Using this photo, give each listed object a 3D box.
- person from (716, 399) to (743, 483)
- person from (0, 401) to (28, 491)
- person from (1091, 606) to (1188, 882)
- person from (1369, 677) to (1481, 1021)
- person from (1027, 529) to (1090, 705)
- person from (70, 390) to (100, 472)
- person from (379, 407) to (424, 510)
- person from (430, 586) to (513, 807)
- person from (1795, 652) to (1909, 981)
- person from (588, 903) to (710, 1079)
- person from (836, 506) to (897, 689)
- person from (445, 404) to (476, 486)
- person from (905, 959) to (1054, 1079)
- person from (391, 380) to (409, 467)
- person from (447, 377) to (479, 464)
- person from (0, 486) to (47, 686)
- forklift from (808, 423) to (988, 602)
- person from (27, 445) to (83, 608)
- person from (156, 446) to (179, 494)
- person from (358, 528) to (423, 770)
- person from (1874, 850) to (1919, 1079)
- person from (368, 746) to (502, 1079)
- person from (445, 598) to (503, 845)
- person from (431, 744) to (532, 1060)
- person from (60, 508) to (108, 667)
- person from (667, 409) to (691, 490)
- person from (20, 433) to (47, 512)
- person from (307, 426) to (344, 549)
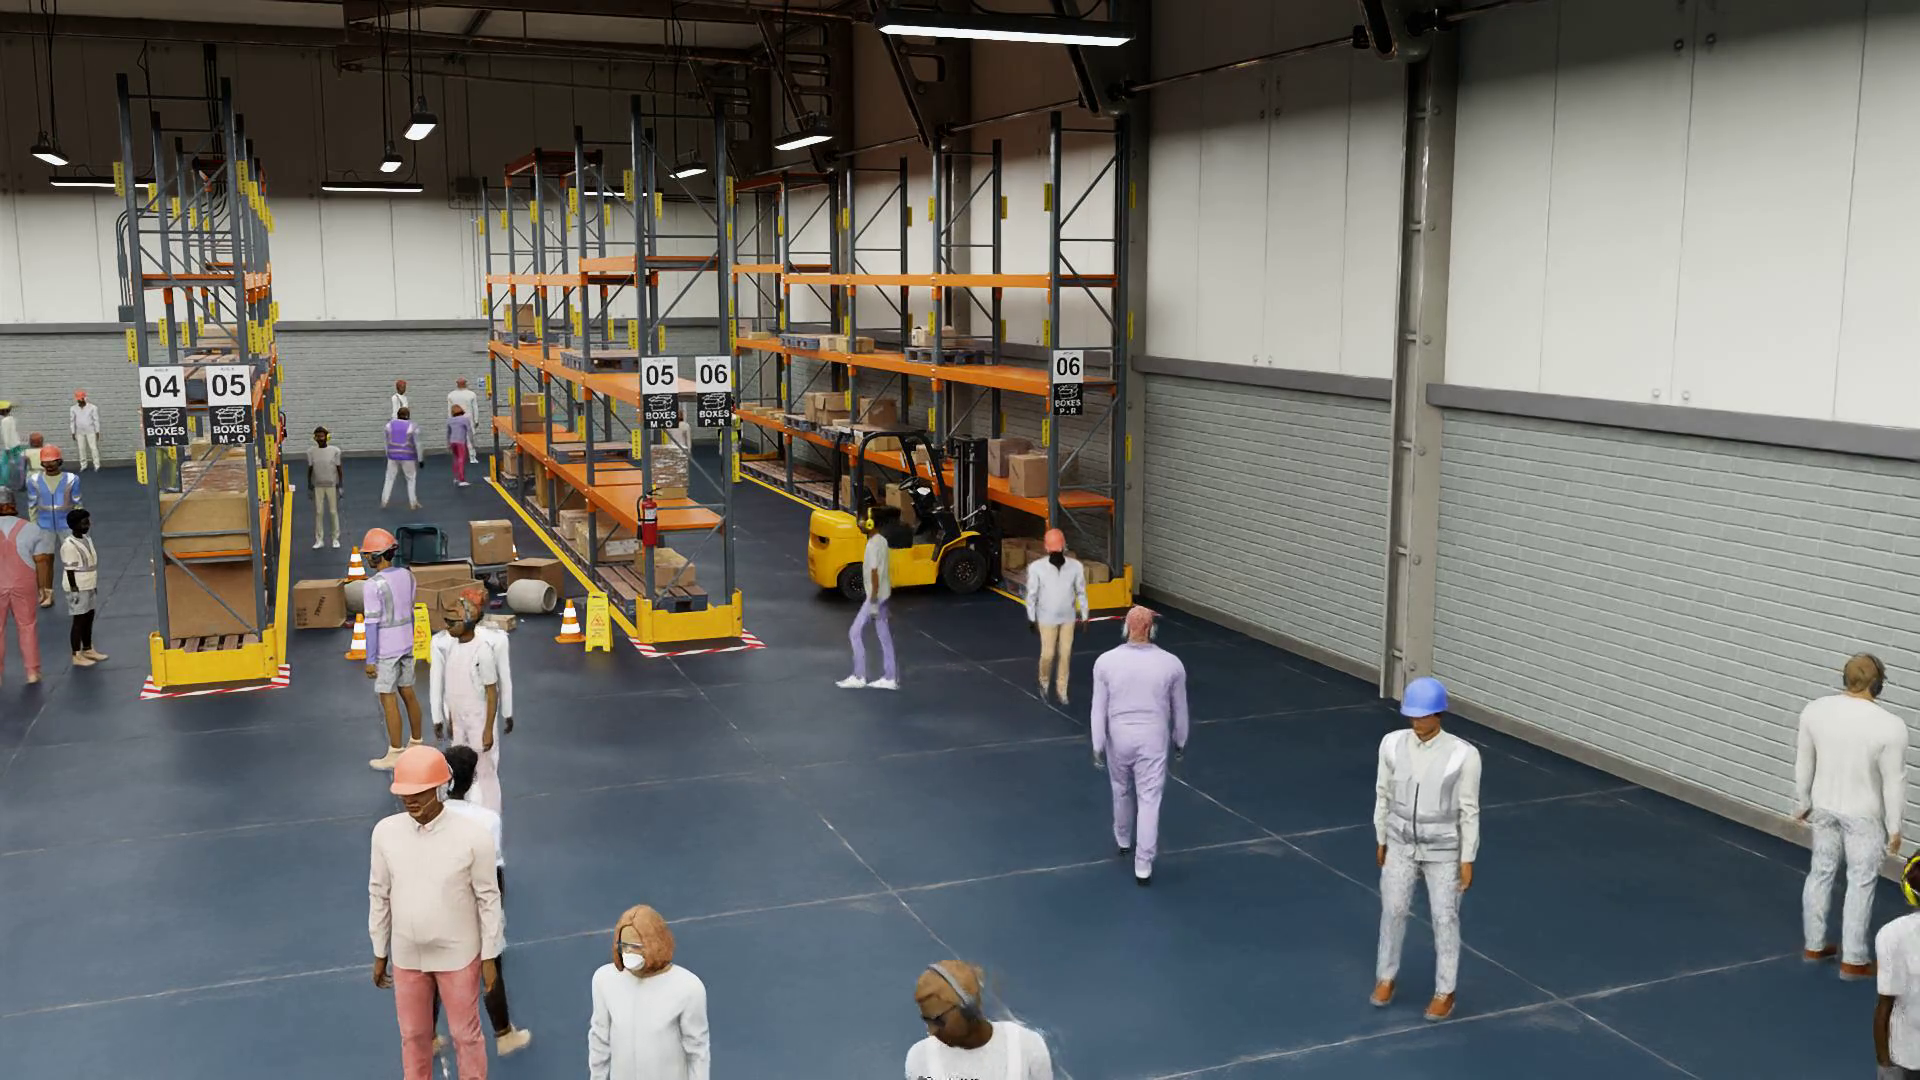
[{"bbox_3d":[-4.585,-1.971,33.127,0.542,1.697,0.316,3,10,19],"label":"person"},{"bbox_3d":[-18.228,-1.786,31.791,0.795,1.735,0.562,-2,9,-10],"label":"person"},{"bbox_3d":[1.250,1.376,11.577,0.669,1.851,1.015,1,9,5],"label":"person"},{"bbox_3d":[2.582,1.704,9.251,0.612,1.936,0.417,6,11,35],"label":"person"},{"bbox_3d":[0.946,0.739,15.973,0.580,1.731,0.373,-2,9,-10],"label":"person"},{"bbox_3d":[-18.411,-2.286,34.986,0.574,1.737,0.354,-1,9,-6],"label":"person"},{"bbox_3d":[-9.877,-1.420,29.304,0.806,1.820,0.539,-1,9,-4],"label":"person"},{"bbox_3d":[-3.592,1.275,12.182,0.598,1.869,0.701,-1,9,-5],"label":"person"},{"bbox_3d":[5.254,1.612,9.826,0.355,1.936,0.635,-6,11,-32],"label":"person"},{"bbox_3d":[-1.260,2.254,6.736,0.507,1.631,0.266,2,9,12],"label":"person"},{"bbox_3d":[-0.957,0.580,16.592,0.729,1.843,0.568,2,9,11],"label":"person"},{"bbox_3d":[-9.909,-1.879,32.888,0.581,1.597,0.566,2,9,12],"label":"person"},{"bbox_3d":[0.119,2.318,5.821,0.679,1.807,0.343,0,9,3],"label":"person"},{"bbox_3d":[-12.082,-2.514,35.969,0.356,1.881,0.575,0,9,3],"label":"person"},{"bbox_3d":[-10.897,-2.619,36.540,0.643,1.913,0.408,-1,9,-7],"label":"person"},{"bbox_3d":[-9.622,0.449,16.821,0.686,2.000,0.535,-6,11,-35],"label":"person"},{"bbox_3d":[-0.830,-0.399,21.676,2.313,2.155,1.214,-4,10,-21],"label":"forklift"},{"bbox_3d":[-11.251,-0.172,20.720,0.607,2.045,0.390,-3,10,-20],"label":"person"},{"bbox_3d":[-15.039,-1.812,31.512,0.740,1.881,0.793,2,9,14],"label":"person"},{"bbox_3d":[-4.806,0.910,13.962,0.419,2.034,0.605,2,9,15],"label":"person"},{"bbox_3d":[3.933,2.138,6.831,0.609,1.843,0.513,-3,9,-16],"label":"person"},{"bbox_3d":[-2.444,1.917,7.724,0.624,1.992,0.386,1,9,7],"label":"person"},{"bbox_3d":[-3.512,1.321,11.942,0.508,1.844,0.336,8,12,40],"label":"person"},{"bbox_3d":[-2.649,1.909,8.744,0.556,1.691,0.327,1,9,9],"label":"person"},{"bbox_3d":[-9.303,0.502,17.604,0.319,1.687,0.538,-1,9,-6],"label":"person"},{"bbox_3d":[-5.401,-1.715,31.815,0.509,1.599,0.677,-2,9,-9],"label":"person"},{"bbox_3d":[-14.863,-0.922,26.863,0.538,1.590,0.880,-4,10,-24],"label":"person"},{"bbox_3d":[-9.621,-0.798,25.208,0.535,1.868,0.309,-2,9,-10],"label":"person"}]
